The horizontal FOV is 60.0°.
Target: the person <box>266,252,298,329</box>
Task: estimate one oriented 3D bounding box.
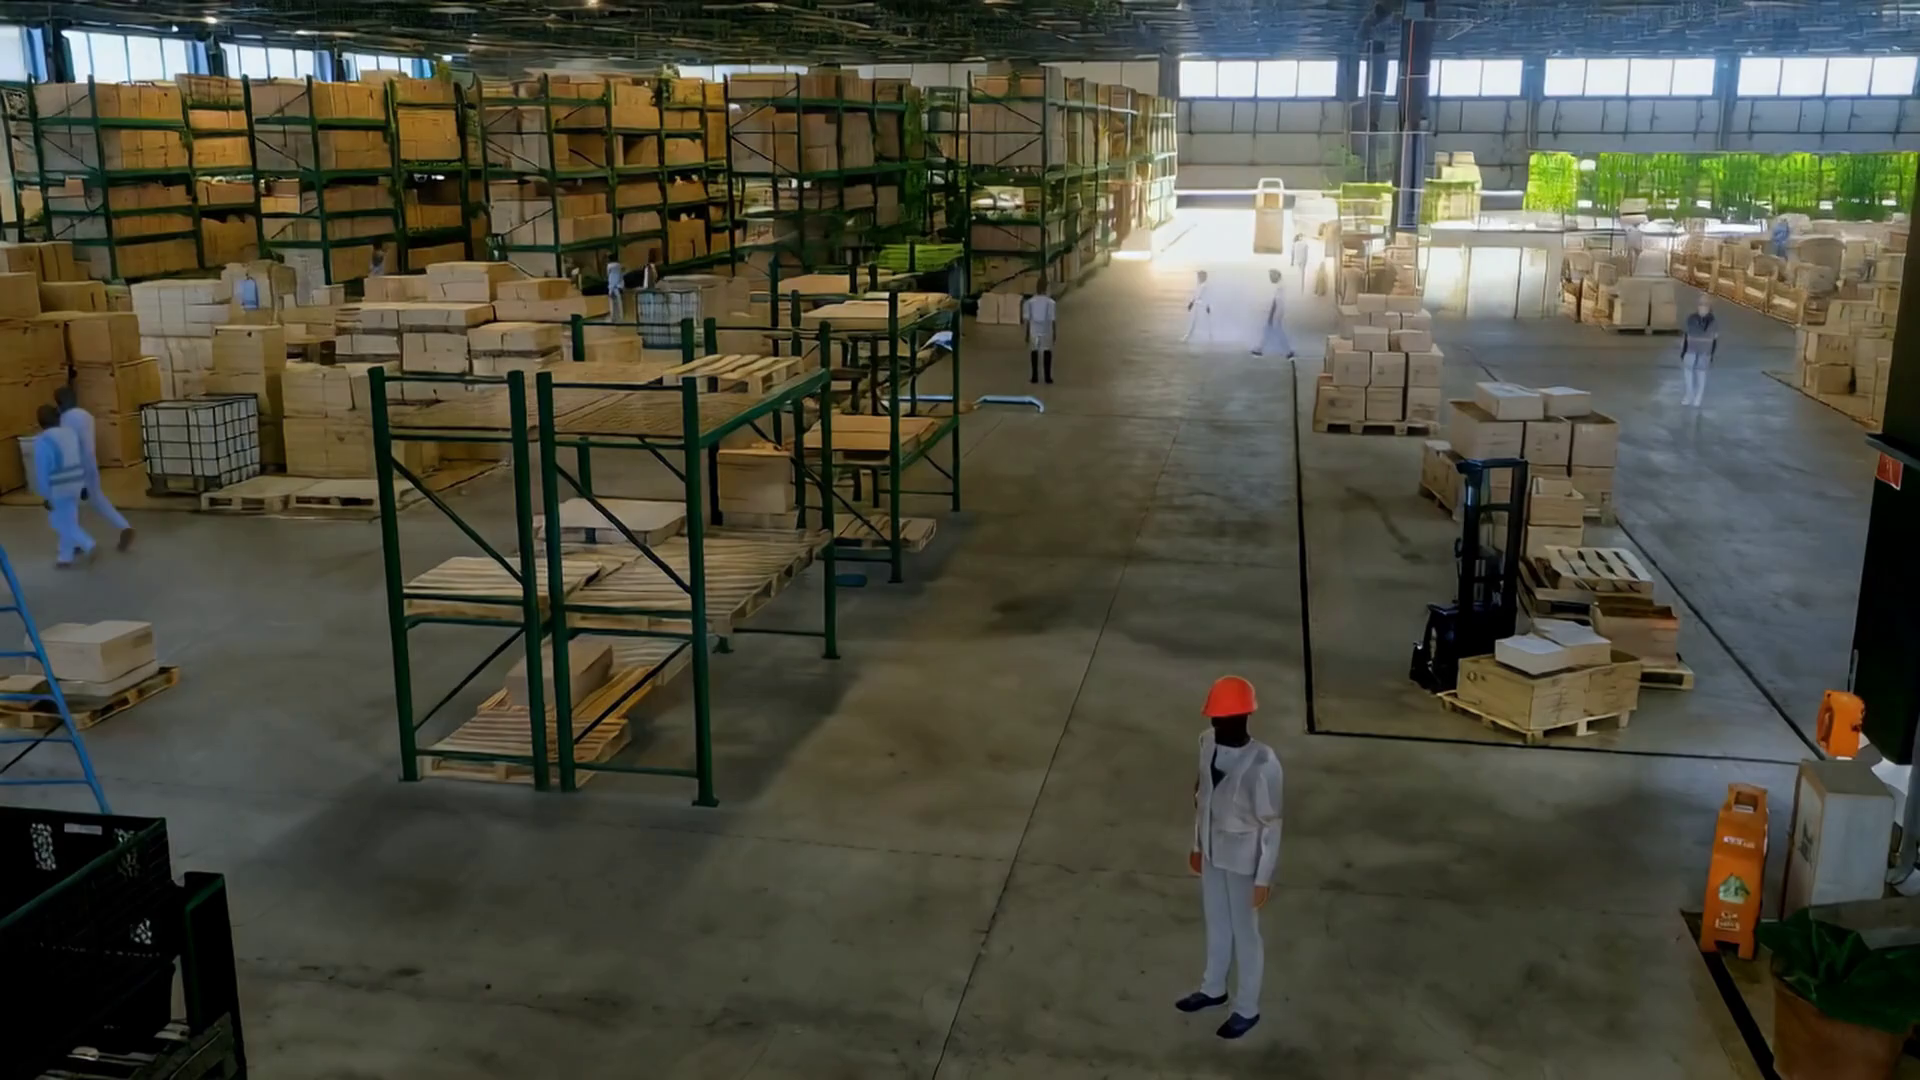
[{"bbox_3d":[-15.274,-5.518,37.553,0.635,1.936,0.357,-3,14,-10],"label":"person"}]

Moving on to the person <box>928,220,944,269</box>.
[{"bbox_3d":[-0.789,-9.908,55.867,0.551,1.685,0.366,2,14,10],"label":"person"}]

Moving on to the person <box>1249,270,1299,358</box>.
[{"bbox_3d":[6.555,-4.664,34.360,1.026,1.823,0.527,4,14,15],"label":"person"}]

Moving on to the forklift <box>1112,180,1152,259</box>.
[{"bbox_3d":[6.082,-11.722,60.796,1.873,2.768,1.129,2,14,9],"label":"forklift"}]

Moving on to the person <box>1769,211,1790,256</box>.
[{"bbox_3d":[28.382,-10.444,57.648,0.433,1.887,0.671,-6,15,-22],"label":"person"}]

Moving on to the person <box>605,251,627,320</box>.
[{"bbox_3d":[-8.530,-6.321,41.303,0.540,1.695,0.317,-2,14,-8],"label":"person"}]

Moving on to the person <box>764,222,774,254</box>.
[{"bbox_3d":[-7.164,-11.644,63.066,0.493,1.624,0.280,-3,14,-14],"label":"person"}]

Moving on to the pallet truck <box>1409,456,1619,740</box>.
[{"bbox_3d":[4.504,0.400,13.395,0.823,1.965,1.885,-6,15,-23],"label":"pallet truck"}]

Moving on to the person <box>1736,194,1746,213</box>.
[{"bbox_3d":[37.539,-15.898,79.974,0.681,1.795,0.444,-10,17,-36],"label":"person"}]

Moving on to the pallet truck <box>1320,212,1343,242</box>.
[{"bbox_3d":[15.874,-13.227,70.310,0.680,1.201,1.601,10,17,35],"label":"pallet truck"}]

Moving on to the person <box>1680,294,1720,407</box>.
[{"bbox_3d":[12.520,-3.204,28.191,0.586,1.916,0.523,9,16,31],"label":"person"}]

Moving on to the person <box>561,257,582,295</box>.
[{"bbox_3d":[-9.390,-6.029,40.251,0.524,1.630,0.324,1,14,3],"label":"person"}]

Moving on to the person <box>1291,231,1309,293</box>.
[{"bbox_3d":[9.823,-8.036,48.126,0.522,1.768,0.312,-4,14,-14],"label":"person"}]

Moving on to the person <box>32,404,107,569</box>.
[{"bbox_3d":[-9.428,-0.539,17.602,0.728,1.823,0.637,2,14,9],"label":"person"}]

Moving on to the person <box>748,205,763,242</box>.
[{"bbox_3d":[-7.899,-12.150,64.769,0.934,1.805,0.627,3,14,12],"label":"person"}]

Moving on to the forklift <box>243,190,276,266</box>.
[{"bbox_3d":[-20.924,-9.306,50.987,1.873,2.768,1.129,3,14,10],"label":"forklift"}]

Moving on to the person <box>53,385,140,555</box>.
[{"bbox_3d":[-9.610,-0.760,18.314,0.903,1.911,0.638,1,14,5],"label":"person"}]

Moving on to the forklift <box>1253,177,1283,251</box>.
[{"bbox_3d":[12.083,-12.747,64.956,1.129,2.768,1.873,3,14,10],"label":"forklift"}]

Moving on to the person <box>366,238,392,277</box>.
[{"bbox_3d":[-15.664,-7.257,44.926,0.637,1.797,0.972,3,14,13],"label":"person"}]

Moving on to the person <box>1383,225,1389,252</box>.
[{"bbox_3d":[14.398,-9.876,55.885,0.282,1.624,0.495,-10,17,-36],"label":"person"}]

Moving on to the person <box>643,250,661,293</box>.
[{"bbox_3d":[-7.240,-5.909,39.331,1.027,1.850,0.664,-5,15,-19],"label":"person"}]

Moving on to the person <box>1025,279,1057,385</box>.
[{"bbox_3d":[1.498,-3.831,30.639,0.602,1.966,0.368,5,15,20],"label":"person"}]

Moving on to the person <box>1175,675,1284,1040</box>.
[{"bbox_3d":[1.392,1.619,8.592,0.366,1.926,0.594,-9,16,-31],"label":"person"}]

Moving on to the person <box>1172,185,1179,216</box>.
[{"bbox_3d":[11.525,-18.604,91.141,0.914,1.707,0.543,1,14,6],"label":"person"}]

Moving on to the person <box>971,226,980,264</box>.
[{"bbox_3d":[0.484,-10.482,57.505,0.404,2.034,0.609,-5,15,-18],"label":"person"}]

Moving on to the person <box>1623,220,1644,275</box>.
[{"bbox_3d":[21.452,-9.261,52.996,0.605,1.812,0.625,5,15,18],"label":"person"}]

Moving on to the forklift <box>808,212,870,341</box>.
[{"bbox_3d":[-2.679,-5.904,37.174,1.129,2.768,1.873,3,14,10],"label":"forklift"}]

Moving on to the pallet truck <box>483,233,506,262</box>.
[{"bbox_3d":[-11.832,-7.026,43.548,1.885,1.965,0.823,8,16,28],"label":"pallet truck"}]

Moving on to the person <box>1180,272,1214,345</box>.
[{"bbox_3d":[5.258,-5.090,36.524,0.874,1.591,0.517,-3,14,-13],"label":"person"}]
